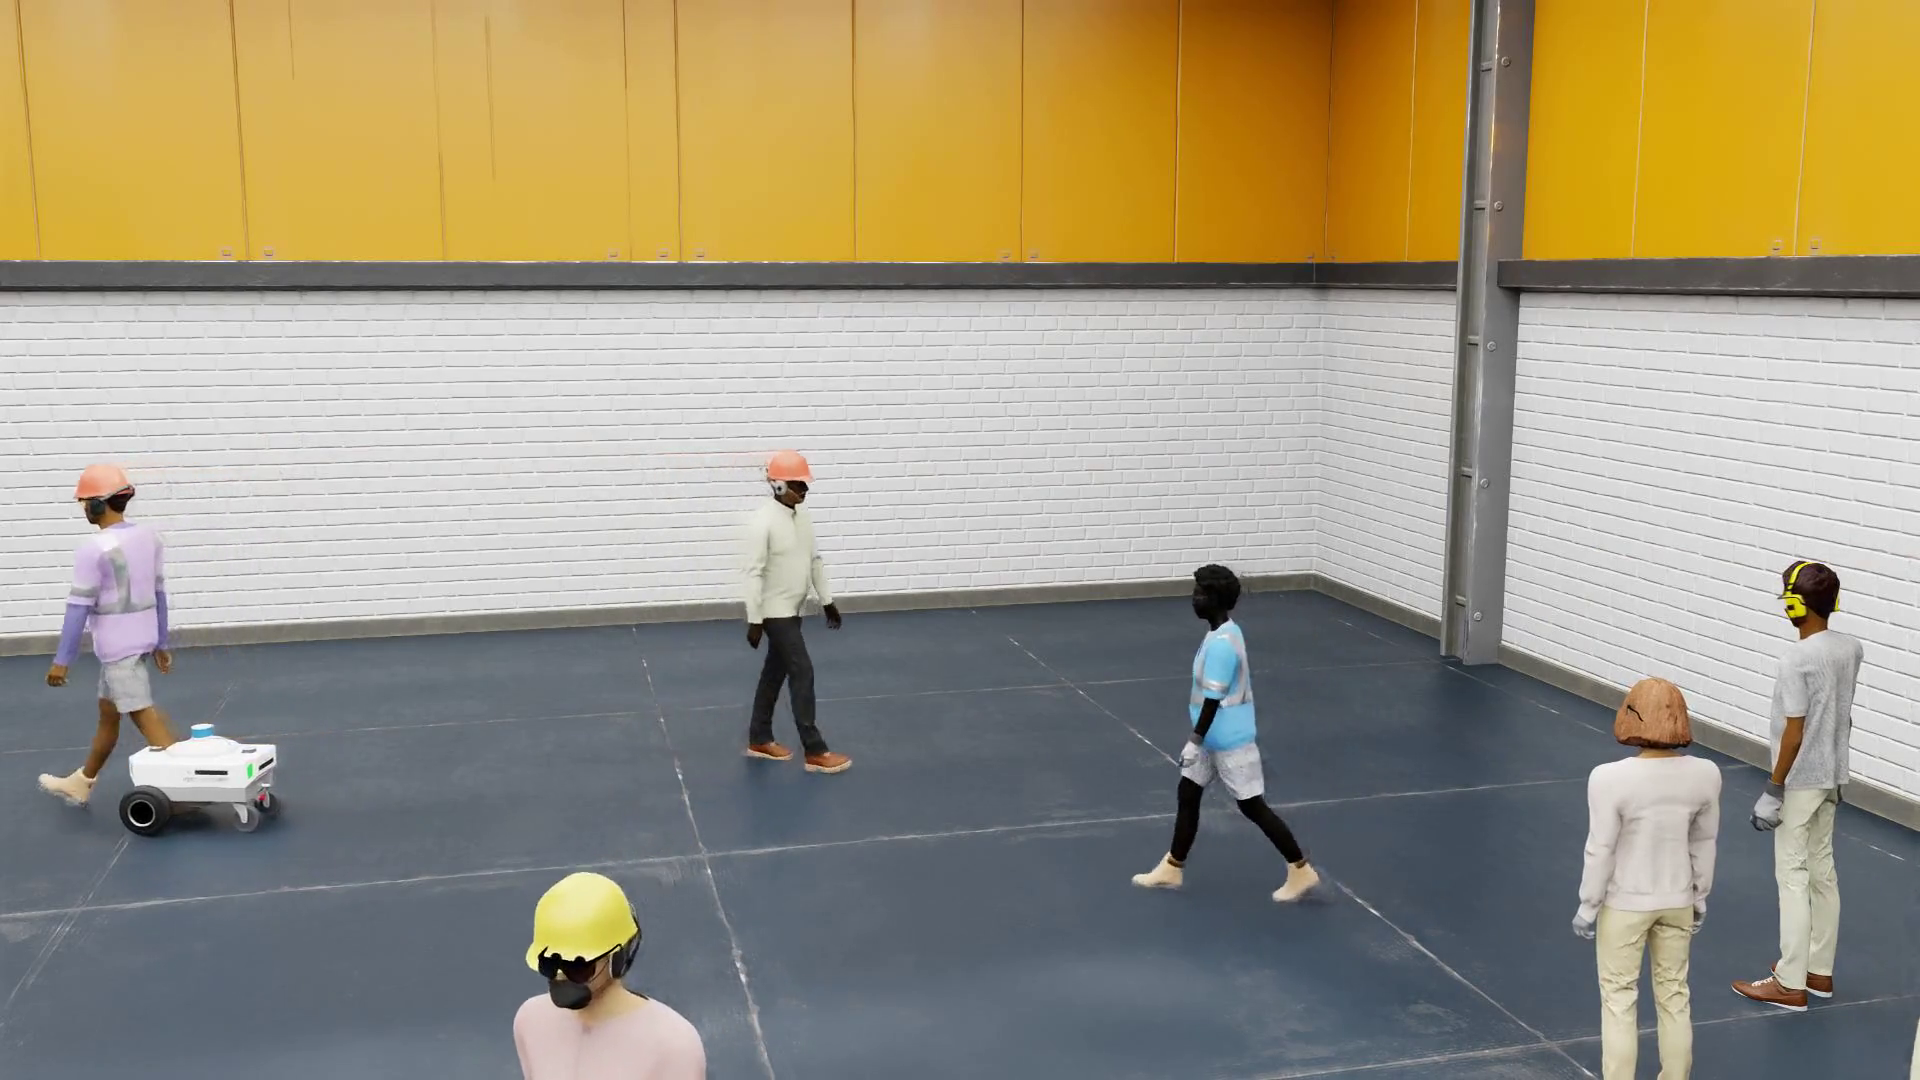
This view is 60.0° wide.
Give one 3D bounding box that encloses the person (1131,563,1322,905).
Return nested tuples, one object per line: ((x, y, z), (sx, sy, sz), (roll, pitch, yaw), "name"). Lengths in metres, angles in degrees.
((1.325, 0.934, 8.005), (0.889, 1.651, 0.529), (1, 9, 4), "person")

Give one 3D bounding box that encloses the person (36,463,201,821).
((-4.707, 0.576, 9.158), (1.035, 1.986, 0.638), (1, 9, 3), "person")

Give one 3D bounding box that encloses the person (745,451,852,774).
((-0.972, 0.435, 10.158), (0.906, 1.959, 0.629), (3, 10, 19), "person")

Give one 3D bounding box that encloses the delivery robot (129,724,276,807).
((-4.145, 1.254, 9.126), (0.707, 0.478, 0.477), (0, 9, 2), "delivery robot")

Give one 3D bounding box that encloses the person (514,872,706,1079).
((-0.812, 1.589, 3.684), (0.537, 1.721, 0.919), (3, 10, 20), "person")

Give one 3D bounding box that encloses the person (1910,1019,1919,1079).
((2.627, 1.501, 4.050), (0.611, 1.771, 0.939), (2, 9, 12), "person")

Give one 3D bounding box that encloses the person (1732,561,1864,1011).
((3.477, 1.009, 6.875), (0.518, 1.865, 0.326), (-6, 11, -33), "person")

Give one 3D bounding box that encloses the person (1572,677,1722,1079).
((2.406, 1.287, 5.853), (0.508, 1.632, 0.271), (-2, 9, -11), "person")
